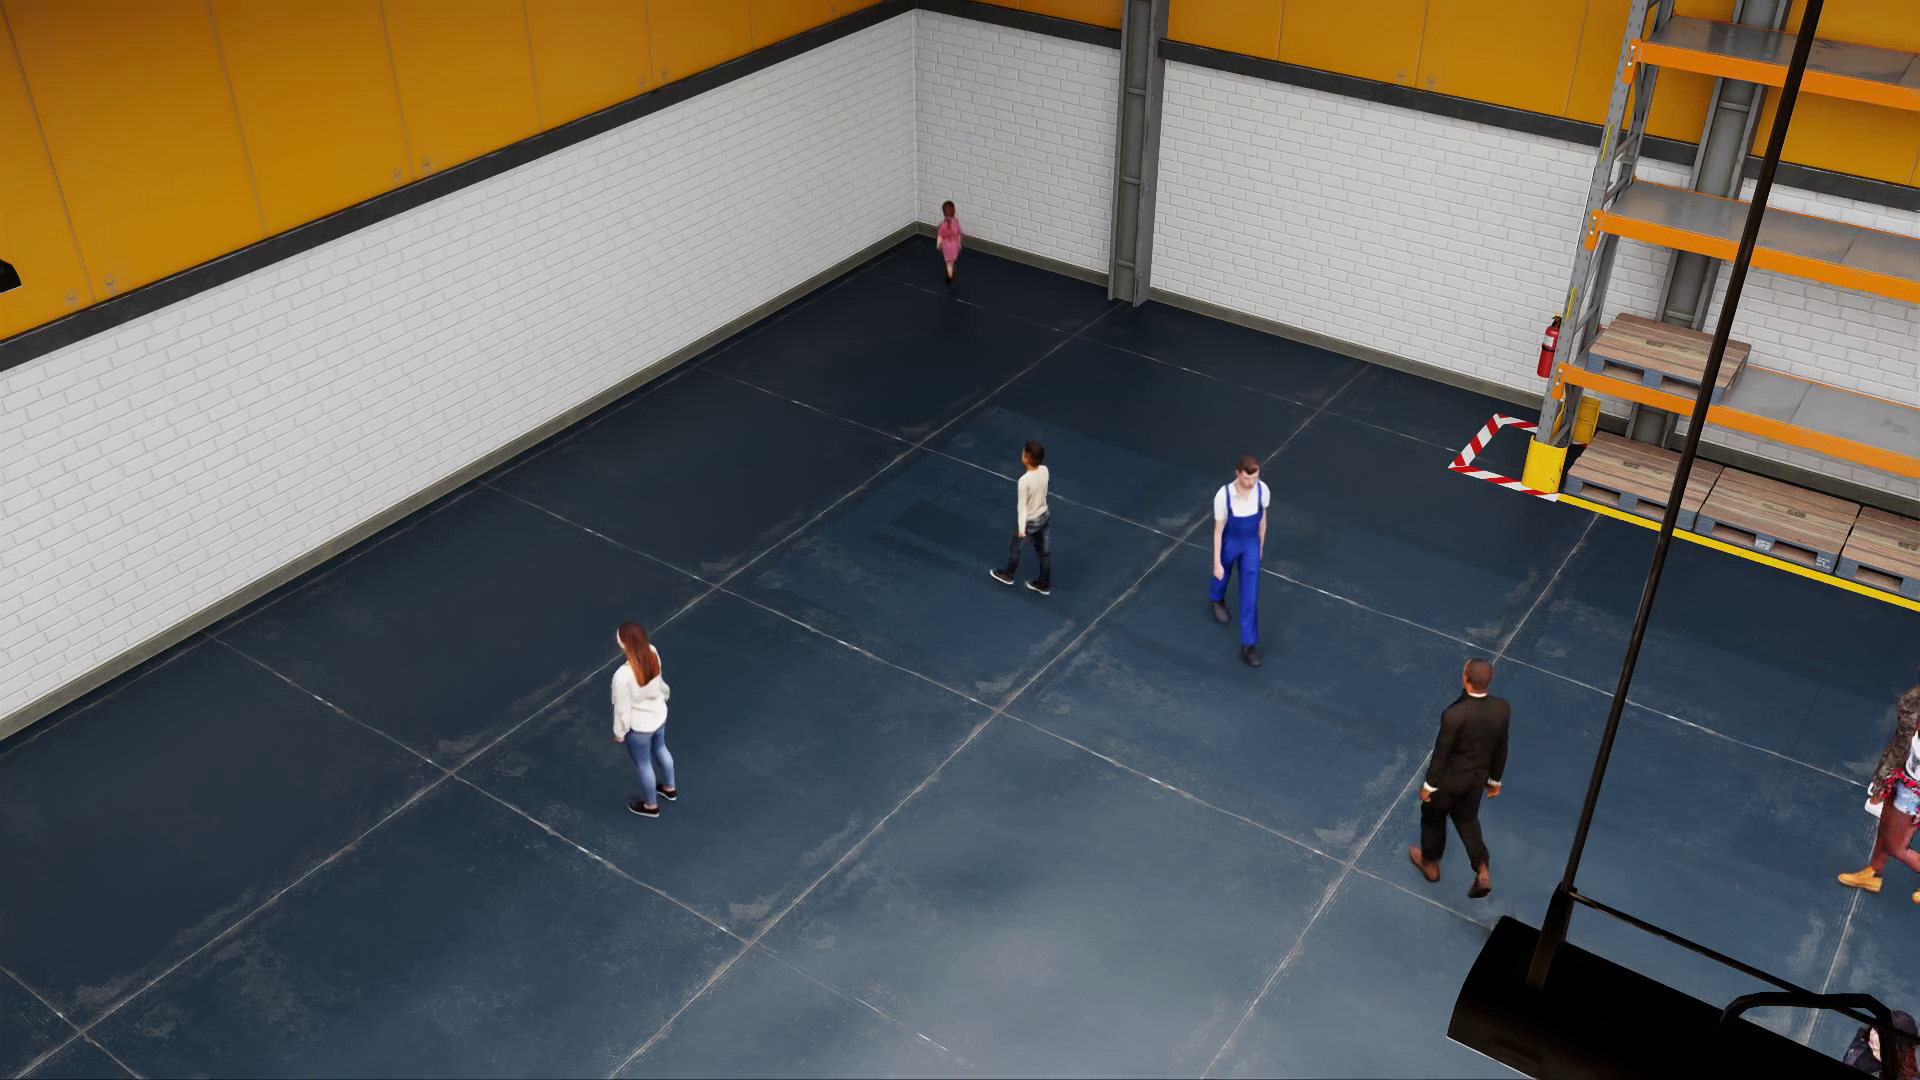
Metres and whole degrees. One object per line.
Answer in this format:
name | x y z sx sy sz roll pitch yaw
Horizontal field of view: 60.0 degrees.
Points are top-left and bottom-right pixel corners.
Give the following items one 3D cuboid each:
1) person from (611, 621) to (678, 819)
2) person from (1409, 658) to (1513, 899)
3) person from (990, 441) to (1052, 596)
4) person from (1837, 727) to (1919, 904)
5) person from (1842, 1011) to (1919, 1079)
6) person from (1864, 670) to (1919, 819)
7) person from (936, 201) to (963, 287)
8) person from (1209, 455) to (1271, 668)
person | -2.224 1.278 11.828 0.578 1.691 0.651 17 37 24
person | 3.383 1.646 11.098 1.051 1.886 1.150 -9 35 -14
person | 0.680 -0.145 14.187 0.819 1.449 0.633 27 42 34
person | 6.442 1.753 11.095 0.943 1.712 0.777 8 34 11
person | 4.979 3.152 9.093 1.122 1.597 1.104 -9 35 -13
person | 6.835 1.248 11.865 0.511 1.700 0.579 20 39 27
person | -0.110 -3.481 19.600 0.583 1.013 0.665 -13 36 -19
person | 2.223 0.039 13.604 1.260 1.789 1.295 -5 34 -8
